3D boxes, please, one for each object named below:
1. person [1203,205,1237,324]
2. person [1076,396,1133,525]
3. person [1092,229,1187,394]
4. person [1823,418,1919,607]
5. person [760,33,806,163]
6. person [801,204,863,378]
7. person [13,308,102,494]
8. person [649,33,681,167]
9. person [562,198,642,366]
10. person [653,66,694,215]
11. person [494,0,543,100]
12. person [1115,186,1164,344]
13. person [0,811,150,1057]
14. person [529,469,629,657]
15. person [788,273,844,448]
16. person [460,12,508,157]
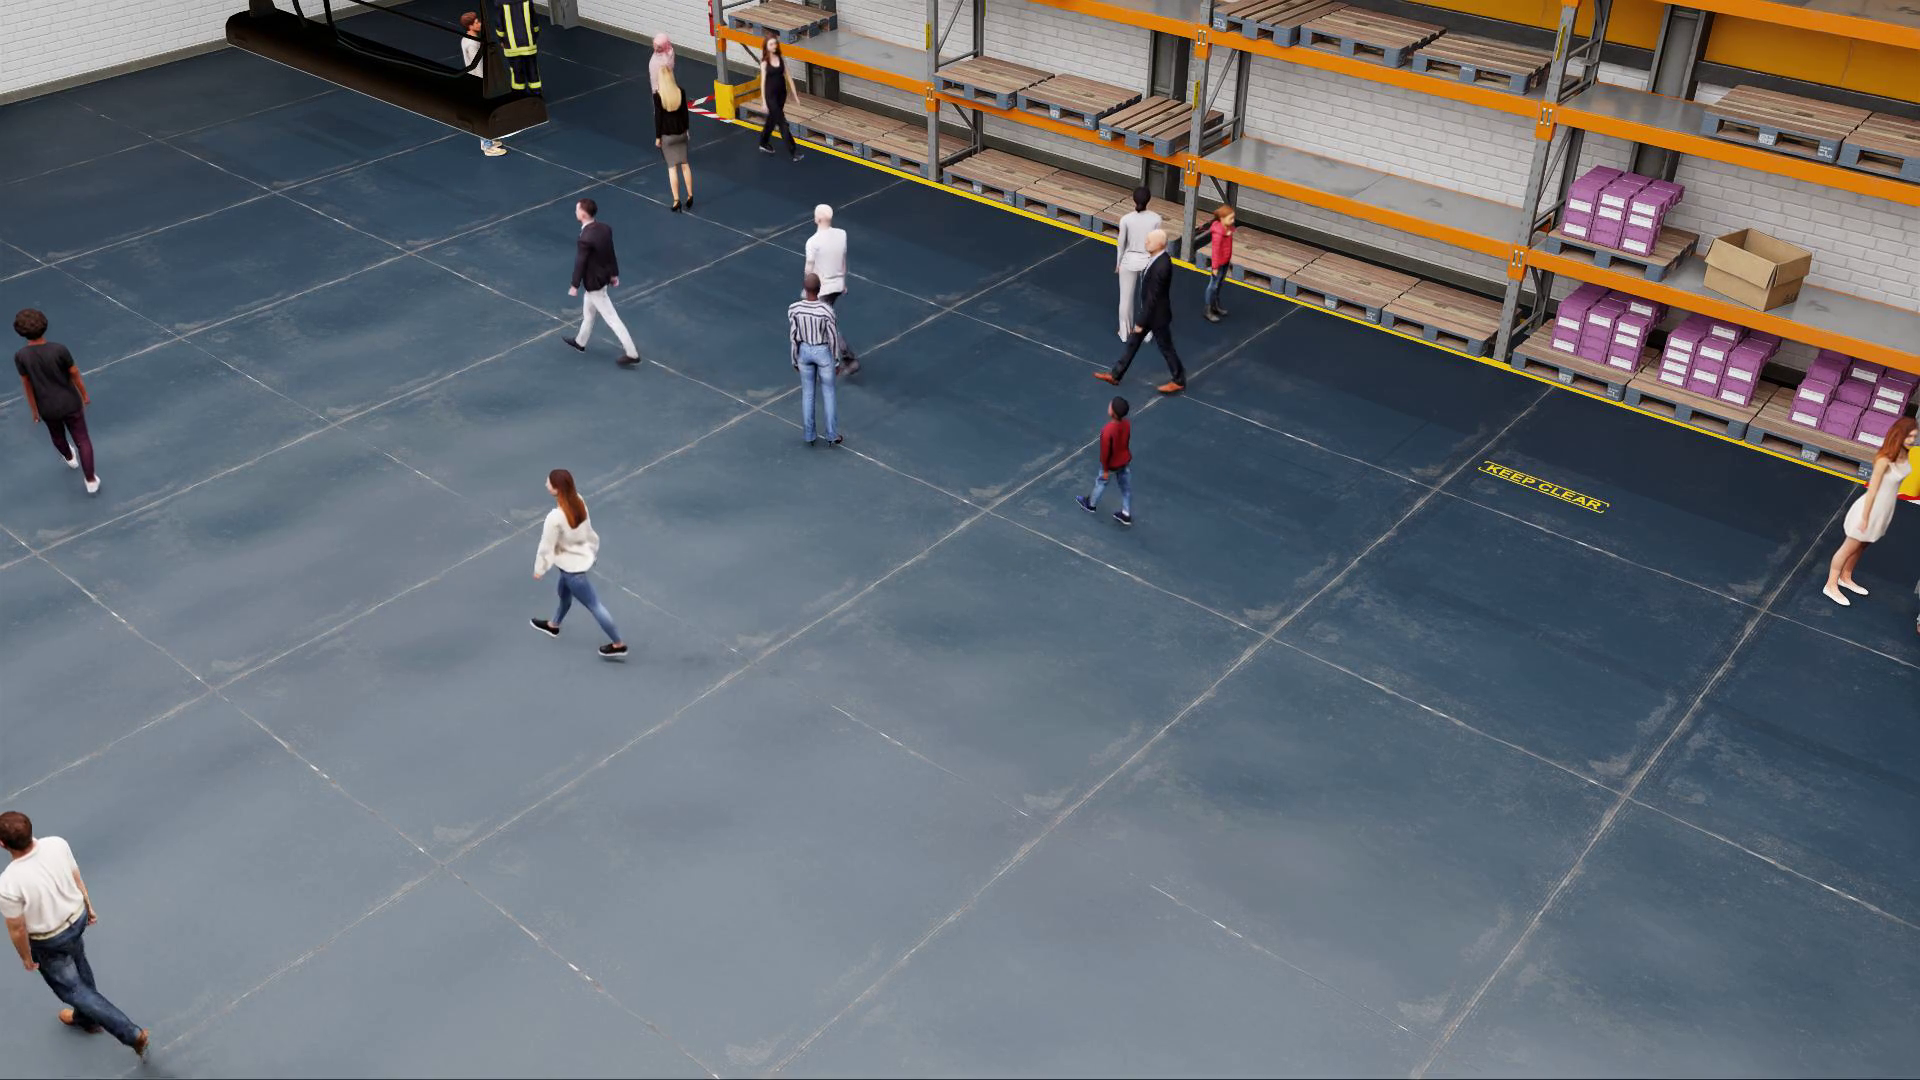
[{"bbox_3d":[2.853,-3.061,18.301,0.500,1.316,0.531,21,39,28],"label":"person"},{"bbox_3d":[1.429,-0.678,14.787,0.593,1.237,0.810,-25,41,-33],"label":"person"},{"bbox_3d":[2.045,-2.240,16.675,1.254,1.749,1.165,-1,34,-2],"label":"person"},{"bbox_3d":[7.551,-0.262,13.737,0.619,1.708,0.620,-19,38,-26],"label":"person"},{"bbox_3d":[-2.536,-5.943,22.305,1.154,1.684,0.606,26,41,33],"label":"person"},{"bbox_3d":[-1.312,-2.535,17.065,1.171,1.808,0.693,25,41,33],"label":"person"},{"bbox_3d":[-8.213,-1.231,15.167,0.956,1.738,1.174,-13,36,-19],"label":"person"},{"bbox_3d":[-3.907,-5.912,22.176,0.898,1.776,0.817,3,34,4],"label":"person"},{"bbox_3d":[-3.664,-2.611,17.199,1.297,1.788,0.976,10,35,15],"label":"person"},{"bbox_3d":[-3.565,-4.990,20.728,0.671,1.841,0.631,-21,39,-28],"label":"person"},{"bbox_3d":[-6.407,-7.297,24.126,0.881,1.923,0.826,-17,37,-24],"label":"person"},{"bbox_3d":[1.910,-2.938,17.737,0.694,1.736,0.774,0,34,0],"label":"person"},{"bbox_3d":[-5.204,2.330,9.723,1.185,1.834,0.889,13,36,19],"label":"person"},{"bbox_3d":[-2.949,0.232,13.055,1.222,1.640,0.948,9,35,13],"label":"person"},{"bbox_3d":[-1.364,-1.700,15.820,0.634,1.796,0.760,6,34,10],"label":"person"},{"bbox_3d":[-6.482,-6.160,22.431,0.806,1.905,0.683,-13,36,-19],"label":"person"}]
